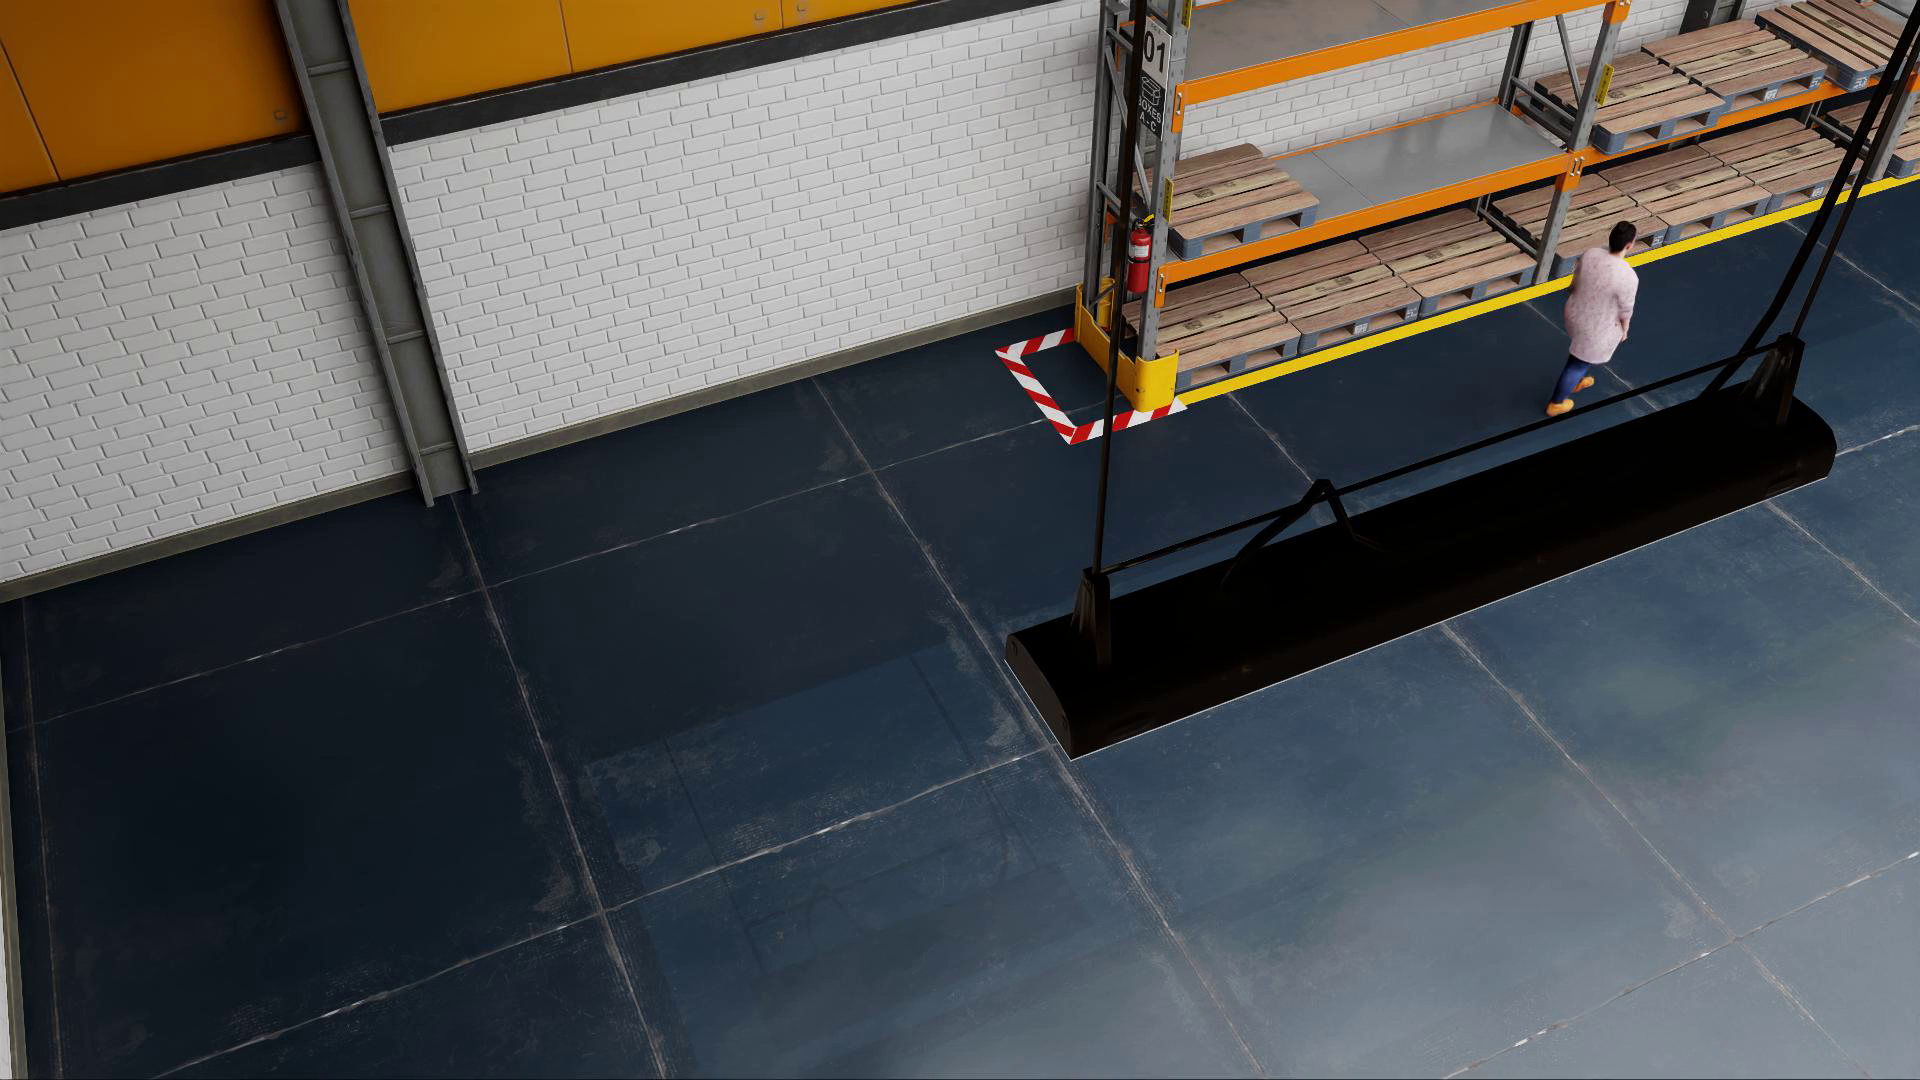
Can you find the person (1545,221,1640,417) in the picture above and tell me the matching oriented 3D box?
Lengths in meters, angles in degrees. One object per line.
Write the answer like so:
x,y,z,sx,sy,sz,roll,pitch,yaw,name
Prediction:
4.779,-1.667,12.739,0.809,1.726,0.693,-19,47,-19,person
